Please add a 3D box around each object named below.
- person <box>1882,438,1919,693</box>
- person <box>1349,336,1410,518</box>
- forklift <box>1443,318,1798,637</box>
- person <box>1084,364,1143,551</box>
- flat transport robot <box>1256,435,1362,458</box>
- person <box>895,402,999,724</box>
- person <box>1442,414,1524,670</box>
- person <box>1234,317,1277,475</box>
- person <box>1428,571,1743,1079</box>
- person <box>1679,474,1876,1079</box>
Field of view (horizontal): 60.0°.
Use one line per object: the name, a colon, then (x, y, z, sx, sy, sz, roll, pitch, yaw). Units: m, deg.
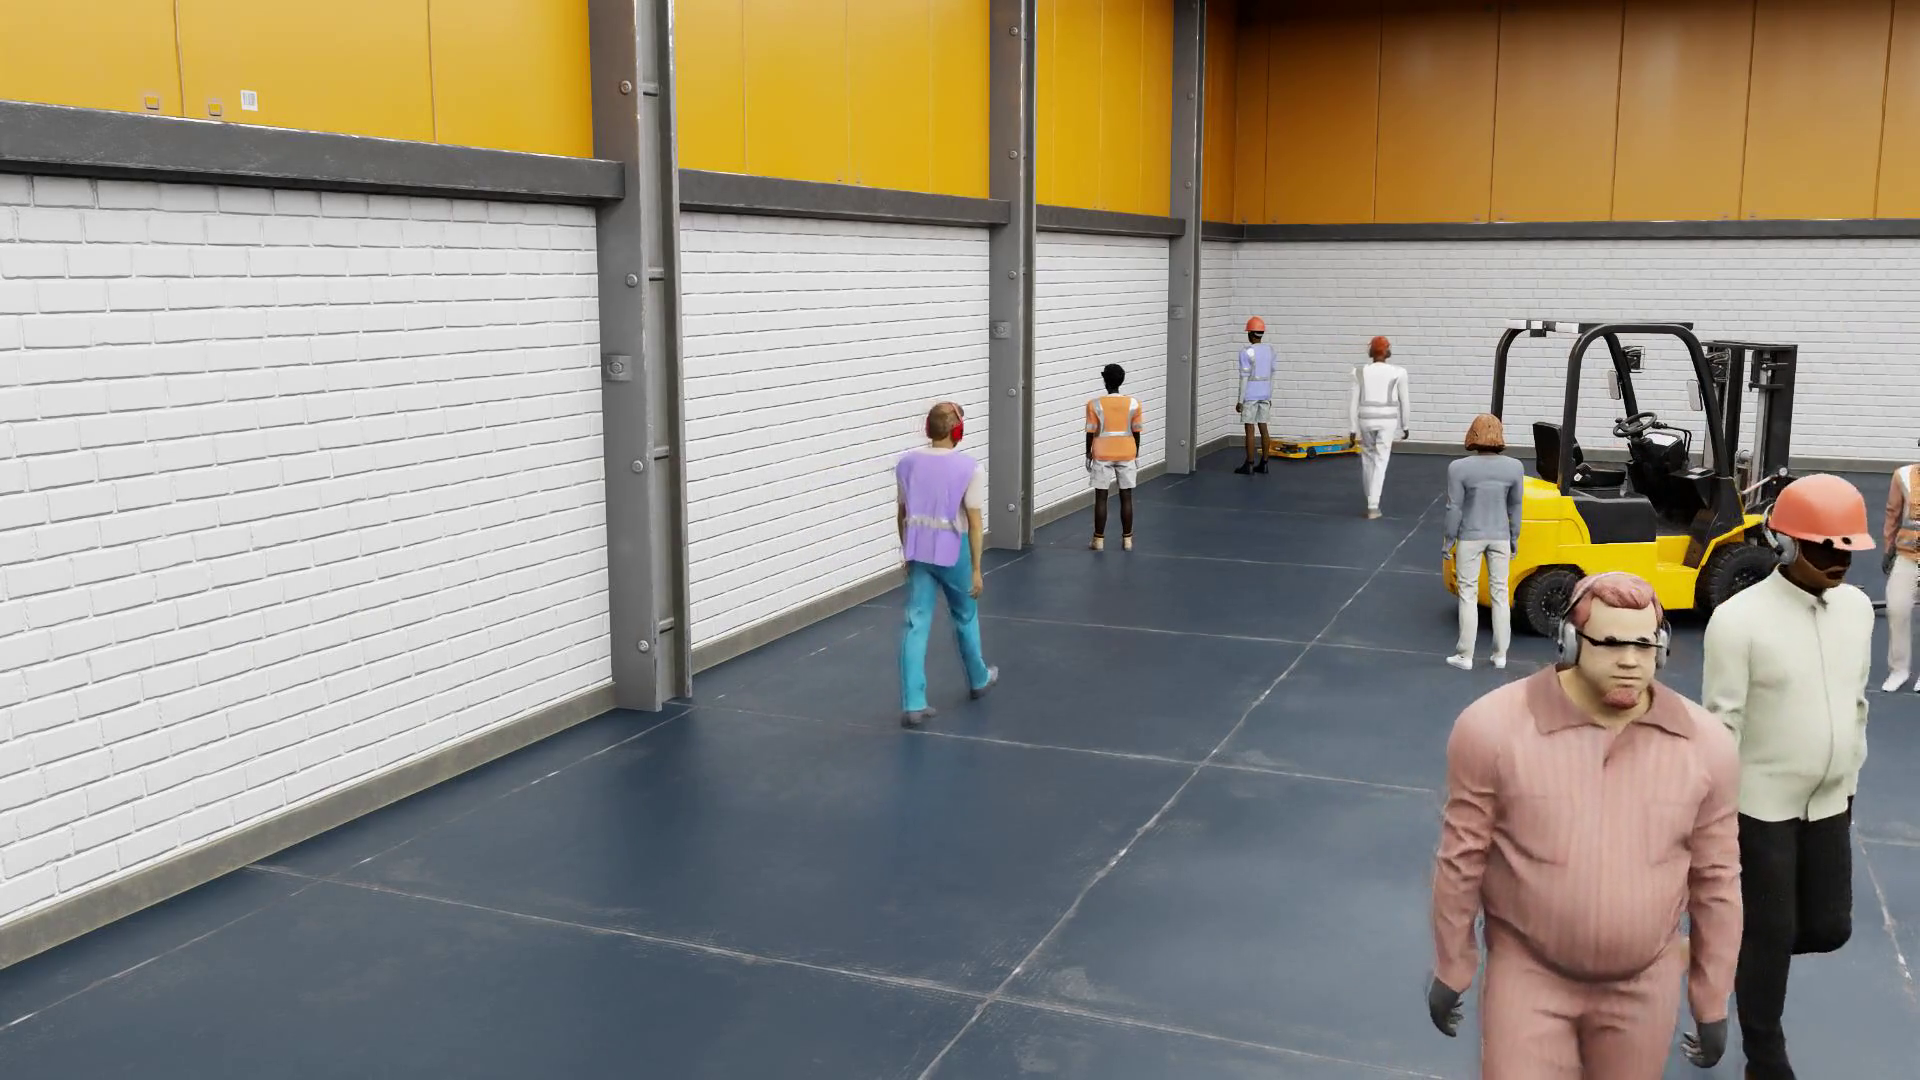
person: (5.755, 0.131, 9.890, 0.538, 1.617, 0.541, 8, 12, 41)
person: (4.349, -1.178, 17.208, 0.583, 1.833, 0.971, 5, 10, 26)
forklift: (4.706, -0.497, 11.990, 2.313, 2.155, 1.214, -2, 10, -10)
person: (1.375, -0.738, 14.974, 0.535, 1.693, 0.317, -1, 9, -5)
flat transport robot: (4.768, -1.271, 22.491, 1.431, 0.197, 0.652, -6, 11, -32)
person: (-0.082, 0.107, 9.525, 0.591, 1.790, 0.955, 4, 10, 25)
person: (3.321, 0.014, 10.589, 0.502, 1.632, 0.277, -1, 9, -3)
person: (3.620, -1.767, 20.463, 0.543, 1.939, 0.356, -6, 11, -30)
person: (1.430, 1.003, 3.797, 0.676, 1.891, 0.431, 1, 9, 5)
person: (2.447, 0.760, 5.057, 0.634, 1.969, 0.655, -3, 10, -19)
